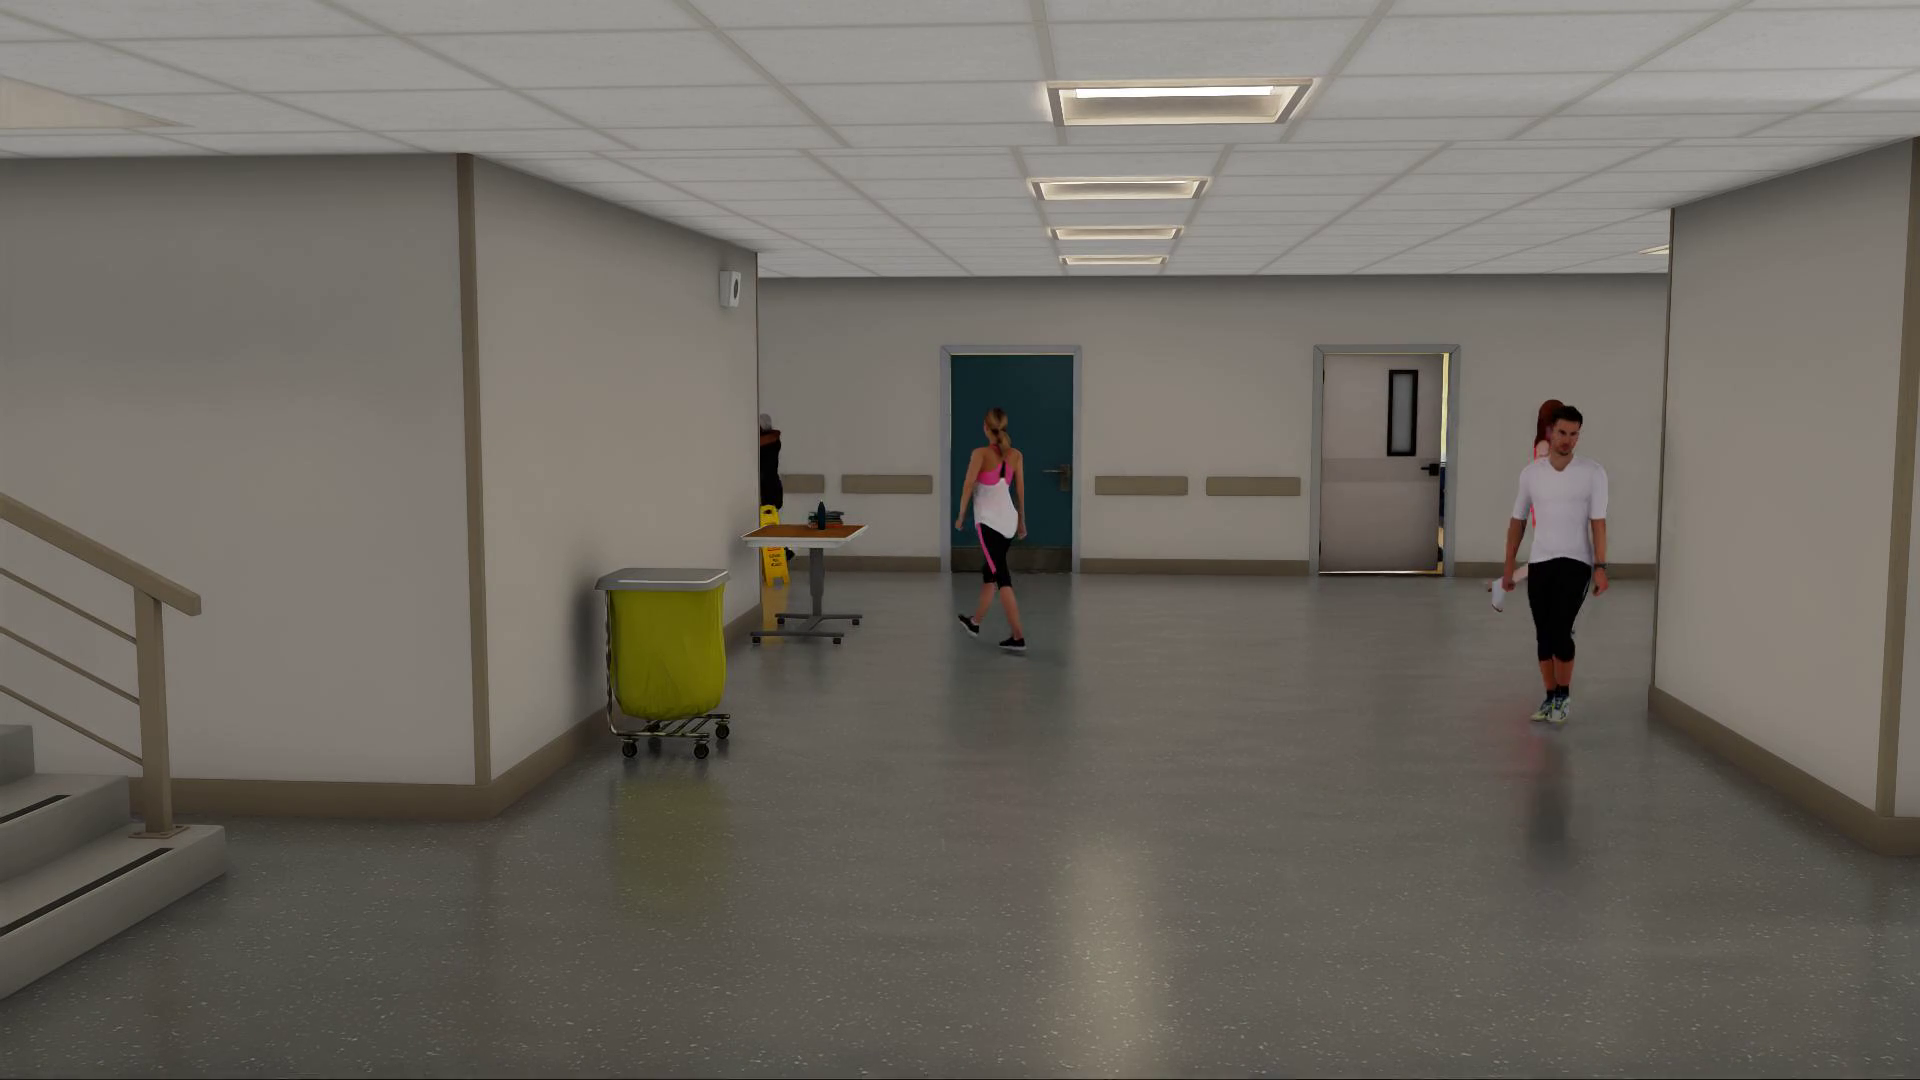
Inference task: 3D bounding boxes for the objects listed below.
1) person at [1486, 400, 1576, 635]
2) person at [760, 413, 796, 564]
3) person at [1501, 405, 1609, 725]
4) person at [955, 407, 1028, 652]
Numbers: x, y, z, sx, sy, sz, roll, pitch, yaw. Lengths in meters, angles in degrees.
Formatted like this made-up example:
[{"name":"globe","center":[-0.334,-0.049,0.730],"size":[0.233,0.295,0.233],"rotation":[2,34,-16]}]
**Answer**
[{"name":"person","center":[4.490,-0.170,12.898],"size":[1.004,1.811,0.845],"rotation":[4,7,32]},{"name":"person","center":[-1.864,-0.444,16.555],"size":[0.790,1.624,0.679],"rotation":[1,6,14]},{"name":"person","center":[3.521,0.143,9.660],"size":[0.809,1.837,0.905],"rotation":[5,8,41]},{"name":"person","center":[0.313,-0.047,12.026],"size":[1.087,1.740,1.116],"rotation":[-4,7,-37]}]
